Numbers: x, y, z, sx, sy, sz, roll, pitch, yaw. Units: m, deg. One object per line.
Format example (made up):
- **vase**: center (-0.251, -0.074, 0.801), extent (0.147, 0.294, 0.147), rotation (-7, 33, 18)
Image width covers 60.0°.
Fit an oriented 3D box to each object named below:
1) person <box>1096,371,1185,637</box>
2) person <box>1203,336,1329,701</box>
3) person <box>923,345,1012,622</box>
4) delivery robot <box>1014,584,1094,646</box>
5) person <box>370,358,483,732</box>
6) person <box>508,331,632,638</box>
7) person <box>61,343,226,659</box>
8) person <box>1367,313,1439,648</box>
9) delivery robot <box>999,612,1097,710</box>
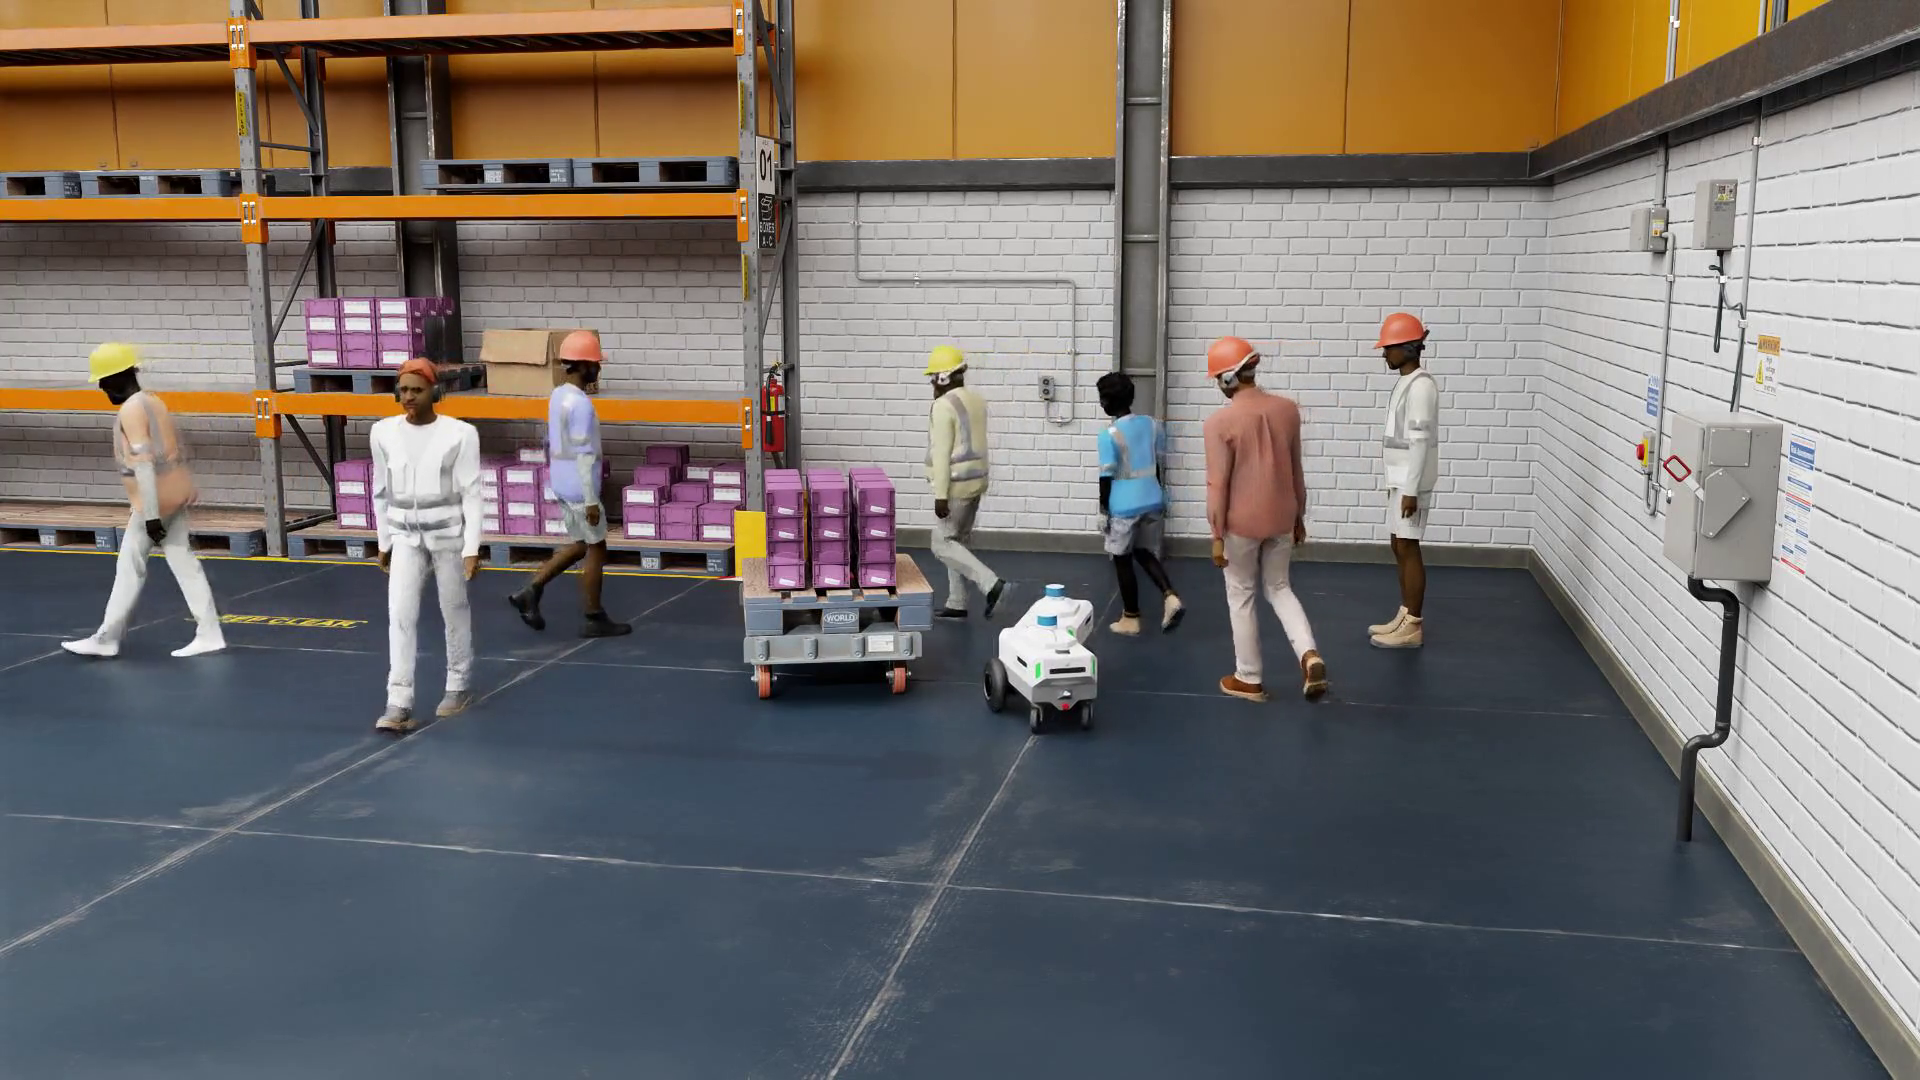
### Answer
- **person**: center (1.083, -0.199, 10.221), extent (0.572, 1.668, 0.439), rotation (-8, 12, -39)
- **person**: center (1.584, -0.079, 8.636), extent (0.667, 1.952, 0.682), rotation (-4, 10, -24)
- **person**: center (0.038, -0.333, 10.636), extent (0.638, 1.804, 0.615), rotation (4, 10, 24)
- **delivery robot**: center (0.522, 0.489, 9.149), extent (0.477, 0.478, 0.707), rotation (2, 10, 13)
- **person**: center (-2.682, 0.036, 8.264), extent (0.607, 1.843, 0.909), rotation (1, 9, 3)
- **person**: center (-2.401, -0.320, 10.208), extent (0.645, 1.919, 0.555), rotation (-5, 11, -29)
- **person**: center (-4.793, -0.208, 9.693), extent (0.942, 1.856, 0.603), rotation (-2, 10, -9)
- **person**: center (2.689, -0.359, 10.127), extent (0.407, 2.029, 0.608), rotation (0, 9, 3)
- **delivery robot**: center (0.440, 0.609, 8.422), extent (0.477, 0.478, 0.707), rotation (-2, 10, -14)
